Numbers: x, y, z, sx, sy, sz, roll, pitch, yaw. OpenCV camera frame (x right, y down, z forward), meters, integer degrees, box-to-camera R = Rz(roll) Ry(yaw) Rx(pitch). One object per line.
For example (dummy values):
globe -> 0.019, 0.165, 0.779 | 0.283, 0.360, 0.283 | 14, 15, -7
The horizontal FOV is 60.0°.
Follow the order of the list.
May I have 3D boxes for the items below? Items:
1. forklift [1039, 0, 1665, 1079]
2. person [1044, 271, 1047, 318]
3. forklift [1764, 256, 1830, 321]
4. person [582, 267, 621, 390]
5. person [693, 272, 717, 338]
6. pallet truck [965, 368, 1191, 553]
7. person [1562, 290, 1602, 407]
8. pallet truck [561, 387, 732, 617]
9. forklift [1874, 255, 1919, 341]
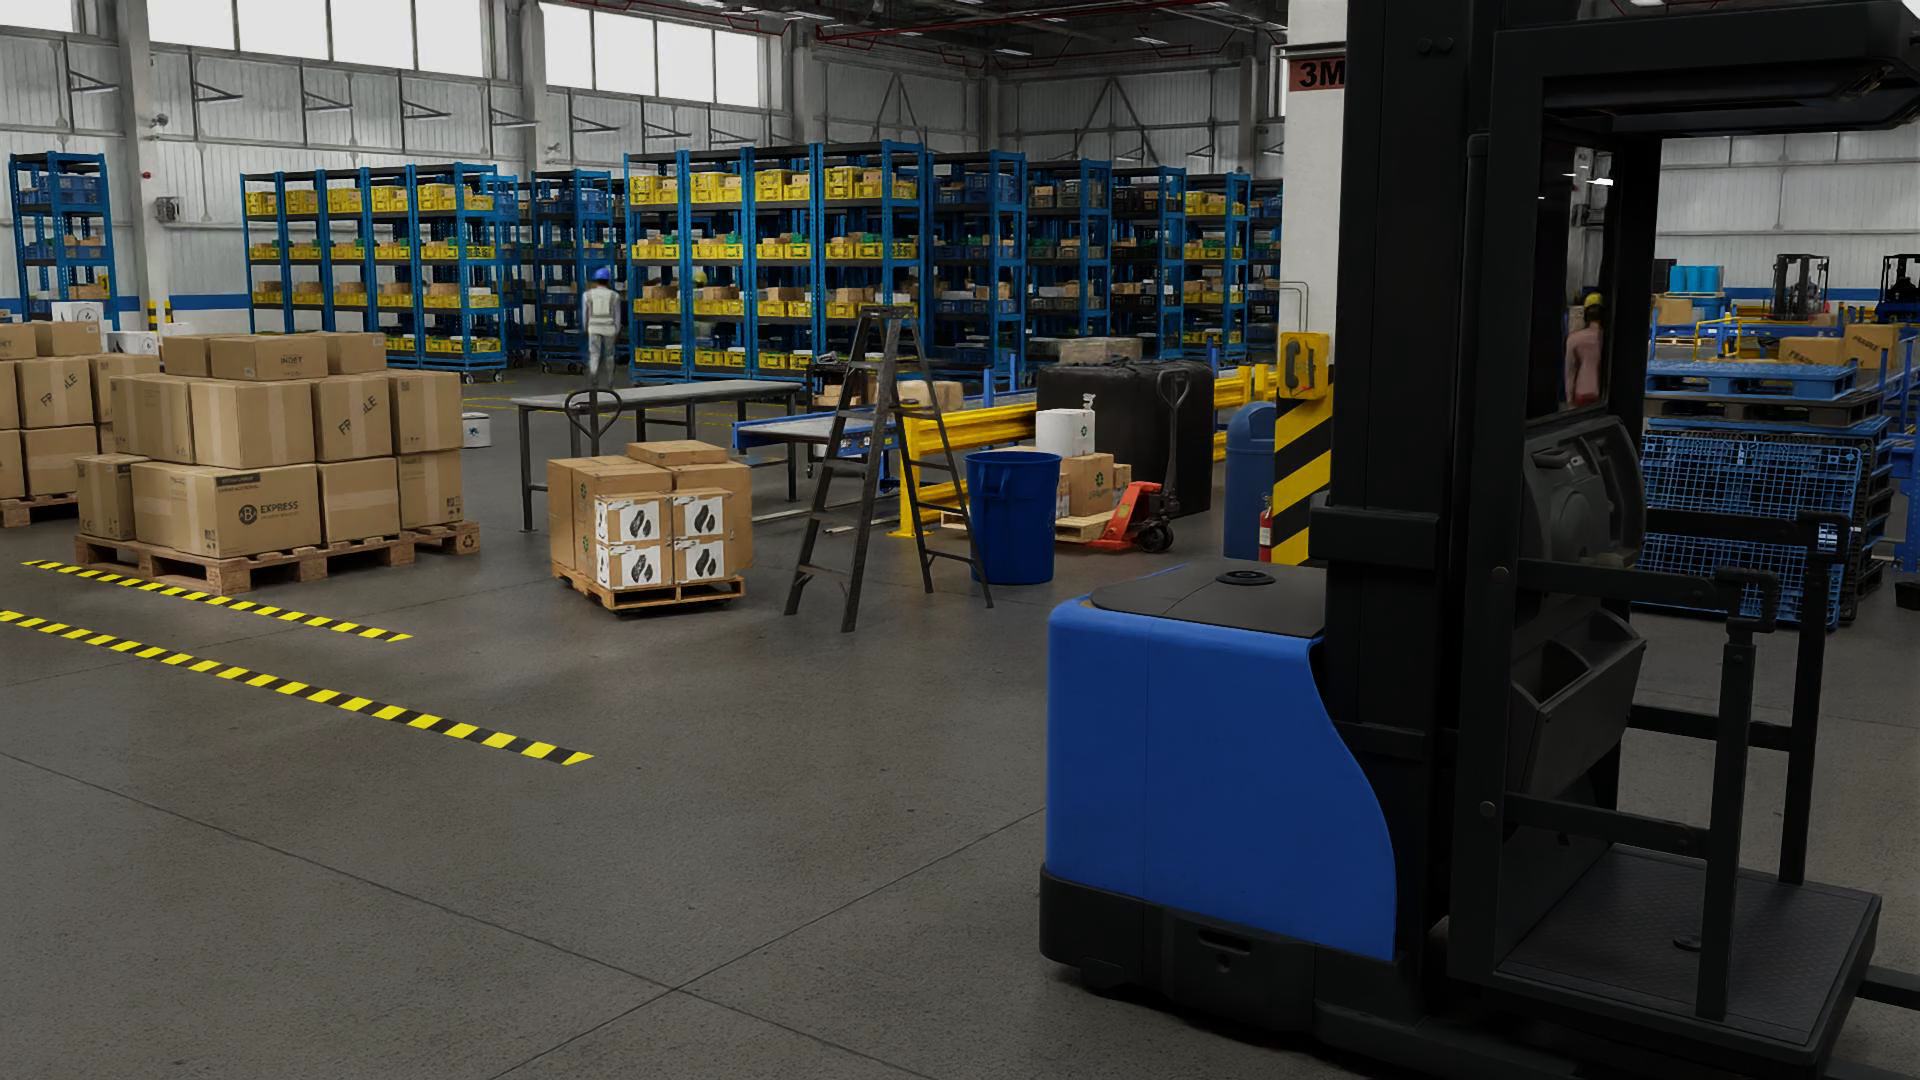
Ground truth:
forklift -> 1.249, -0.137, 4.360 | 1.873, 2.768, 1.129 | 7, 12, 35
person -> 1.981, -5.265, 38.061 | 0.873, 1.807, 0.584 | -9, 13, -42
forklift -> 20.253, -5.854, 40.139 | 1.157, 1.987, 2.680 | 7, 12, 35
person -> -5.551, -3.253, 25.763 | 0.610, 1.922, 0.729 | -1, 10, -7
person -> -4.588, -3.871, 29.755 | 0.608, 1.812, 0.472 | 5, 11, 29
pallet truck -> 0.845, -0.609, 11.869 | 1.630, 1.274, 0.653 | 7, 12, 35
person -> 5.952, -1.476, 15.681 | 0.542, 1.750, 0.367 | 5, 11, 26
pallet truck -> -1.981, -0.274, 10.088 | 0.680, 1.201, 1.601 | -5, 11, -28
forklift -> 22.089, -5.634, 38.796 | 1.157, 1.987, 2.680 | 6, 11, 33
